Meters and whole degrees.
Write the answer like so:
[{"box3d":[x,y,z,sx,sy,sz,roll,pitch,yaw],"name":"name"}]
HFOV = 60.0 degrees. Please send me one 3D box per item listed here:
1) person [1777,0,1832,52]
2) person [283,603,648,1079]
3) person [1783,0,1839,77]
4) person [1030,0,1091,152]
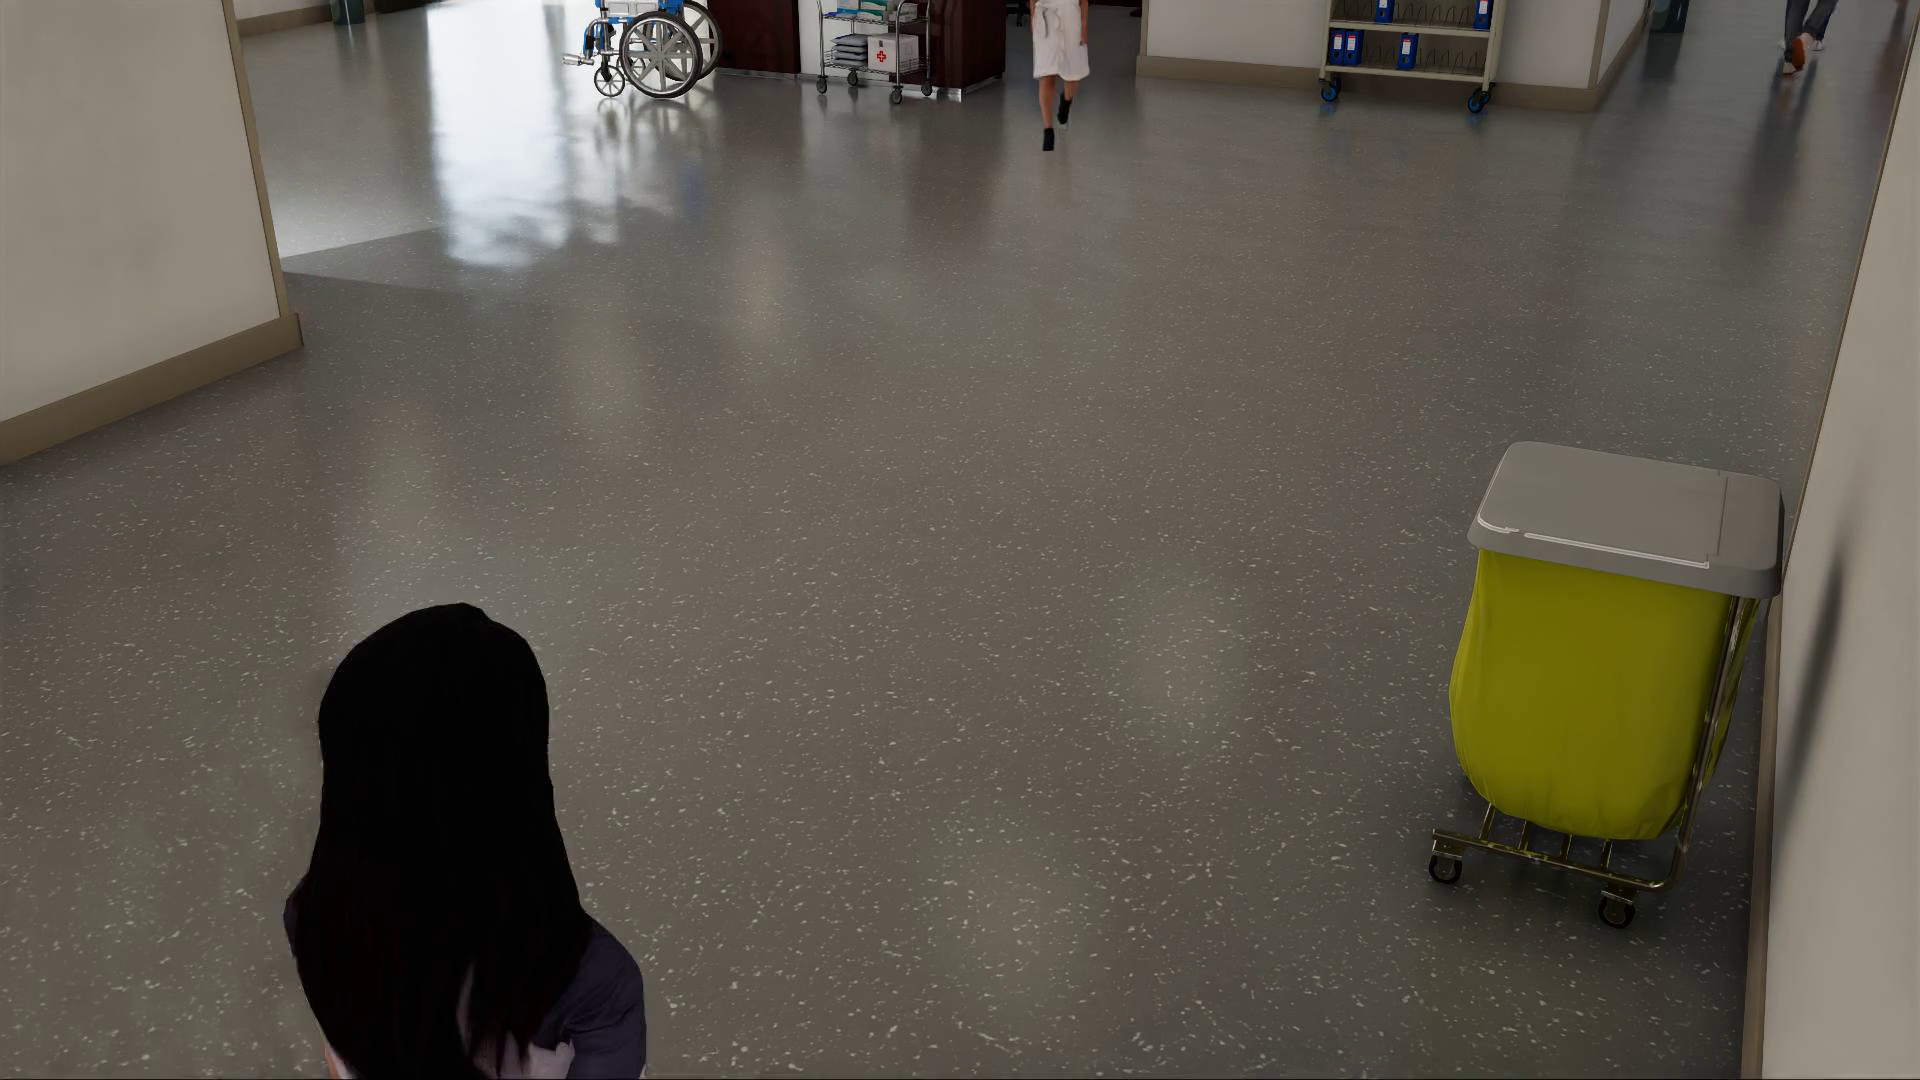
[{"box3d":[7.423,-5.138,14.352,0.462,1.731,0.684,10,28,20],"name":"person"},{"box3d":[-0.572,0.886,1.933,1.062,1.669,0.764,7,27,14],"name":"person"},{"box3d":[6.732,-4.598,13.053,0.892,1.887,0.867,19,32,34],"name":"person"},{"box3d":[0.661,-3.355,10.884,0.972,1.533,0.846,1,26,3],"name":"person"}]
